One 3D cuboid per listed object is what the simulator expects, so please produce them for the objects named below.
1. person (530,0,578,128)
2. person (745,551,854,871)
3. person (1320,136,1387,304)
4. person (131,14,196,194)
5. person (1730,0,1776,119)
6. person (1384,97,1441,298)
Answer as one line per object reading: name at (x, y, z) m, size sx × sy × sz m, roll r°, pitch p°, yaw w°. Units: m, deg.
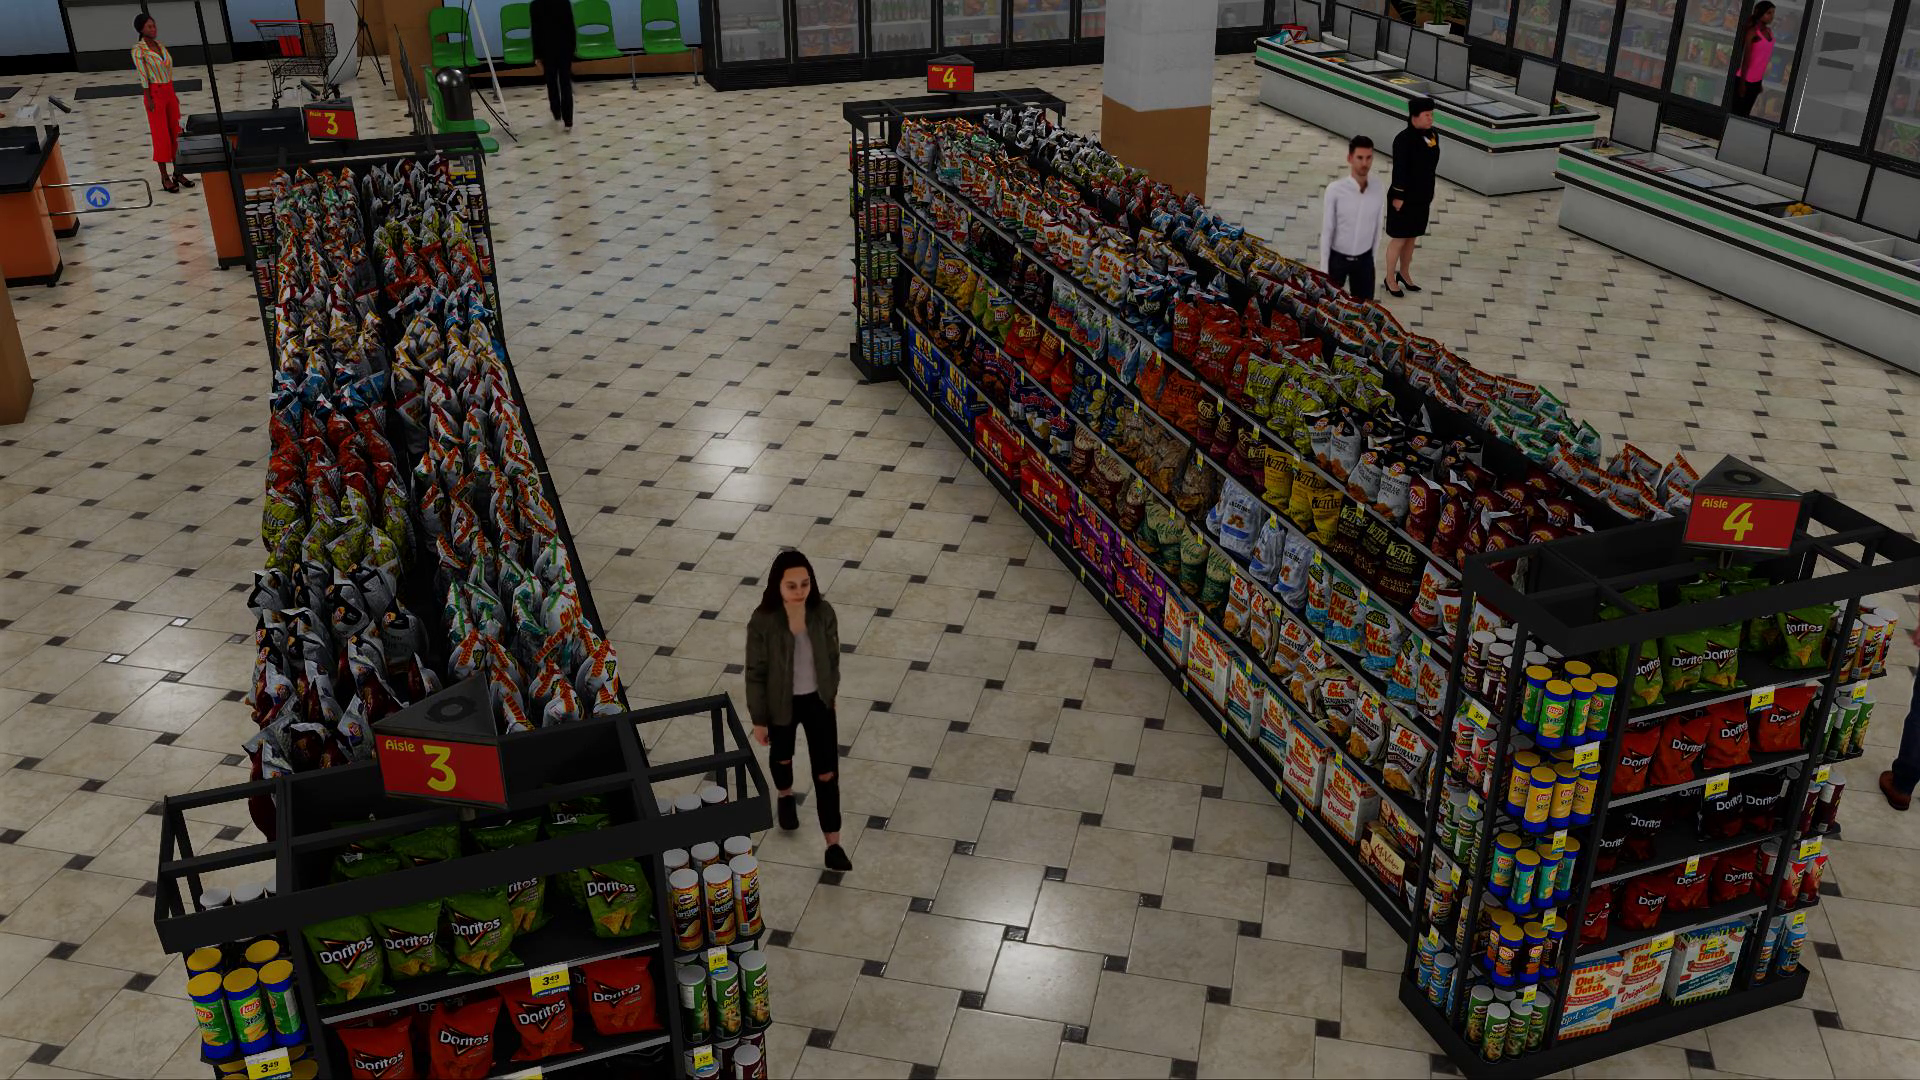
person at (-4.746, -5.735, 19.619) m, size 0.749 × 1.758 × 1.175 m, roll -7°, pitch 28°, yaw -14°
person at (-0.741, 0.696, 7.291) m, size 0.612 × 1.439 × 0.948 m, roll -8°, pitch 28°, yaw -15°
person at (2.843, -2.076, 12.336) m, size 0.893 × 1.819 × 1.294 m, roll -1°, pitch 27°, yaw -3°
person at (-8.238, -4.508, 17.160) m, size 0.737 × 1.793 × 0.652 m, roll 8°, pitch 28°, yaw 15°
person at (8.681, -5.057, 18.320) m, size 0.601 × 1.722 × 0.604 m, roll -15°, pitch 31°, yaw -28°
person at (3.841, -2.926, 14.176) m, size 0.779 × 1.671 × 0.753 m, roll -21°, pitch 34°, yaw -35°
